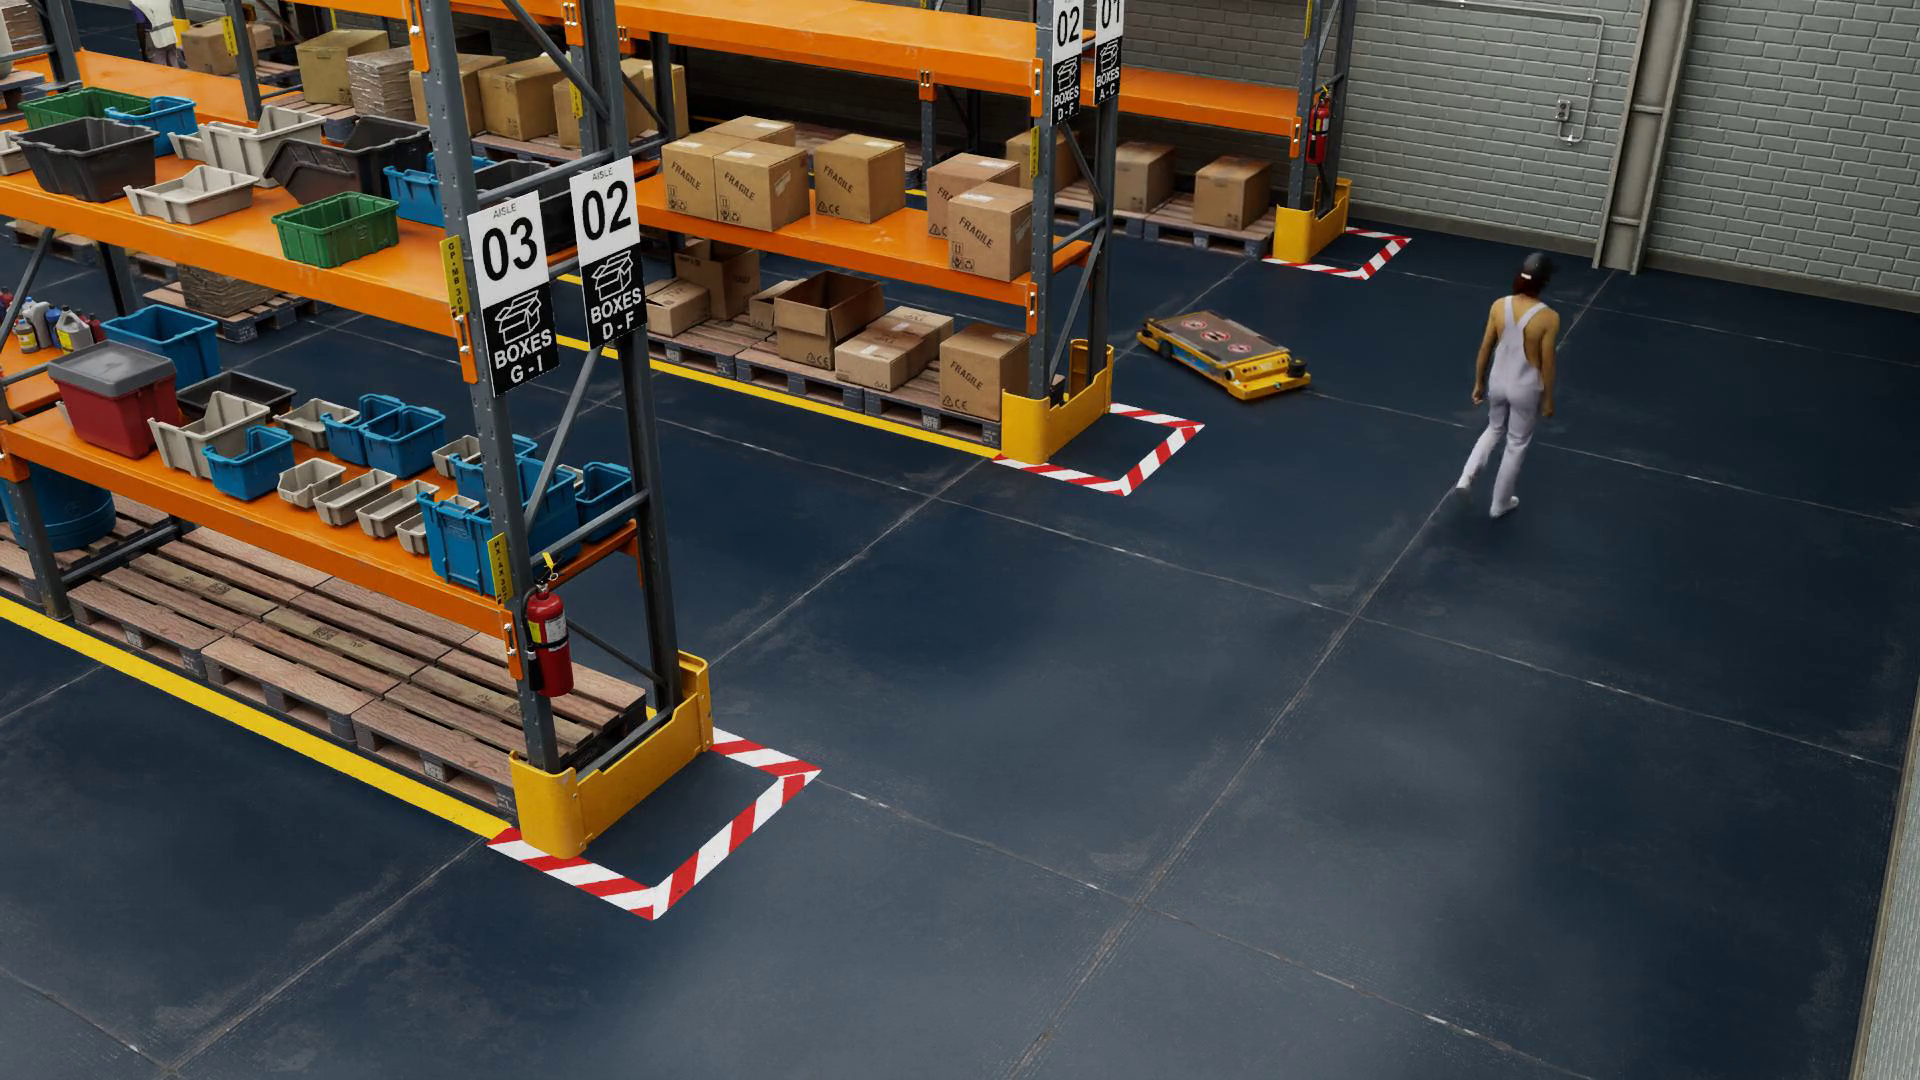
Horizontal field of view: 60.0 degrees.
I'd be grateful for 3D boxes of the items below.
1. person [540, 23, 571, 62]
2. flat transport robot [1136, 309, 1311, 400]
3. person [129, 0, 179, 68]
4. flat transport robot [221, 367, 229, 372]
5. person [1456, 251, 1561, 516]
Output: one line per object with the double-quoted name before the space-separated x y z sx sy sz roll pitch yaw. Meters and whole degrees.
"person" -4.078 -4.485 17.212 0.538 1.695 0.318 8 30 15
"flat transport robot" 2.097 -1.509 13.341 0.659 0.231 1.431 -16 33 -26
"person" -9.278 -5.722 19.291 0.388 1.839 0.559 9 30 16
"flat transport robot" -6.009 -1.157 12.709 1.431 0.231 0.659 19 34 30
"person" 3.587 -0.973 10.758 0.493 1.847 0.521 -24 37 -36
